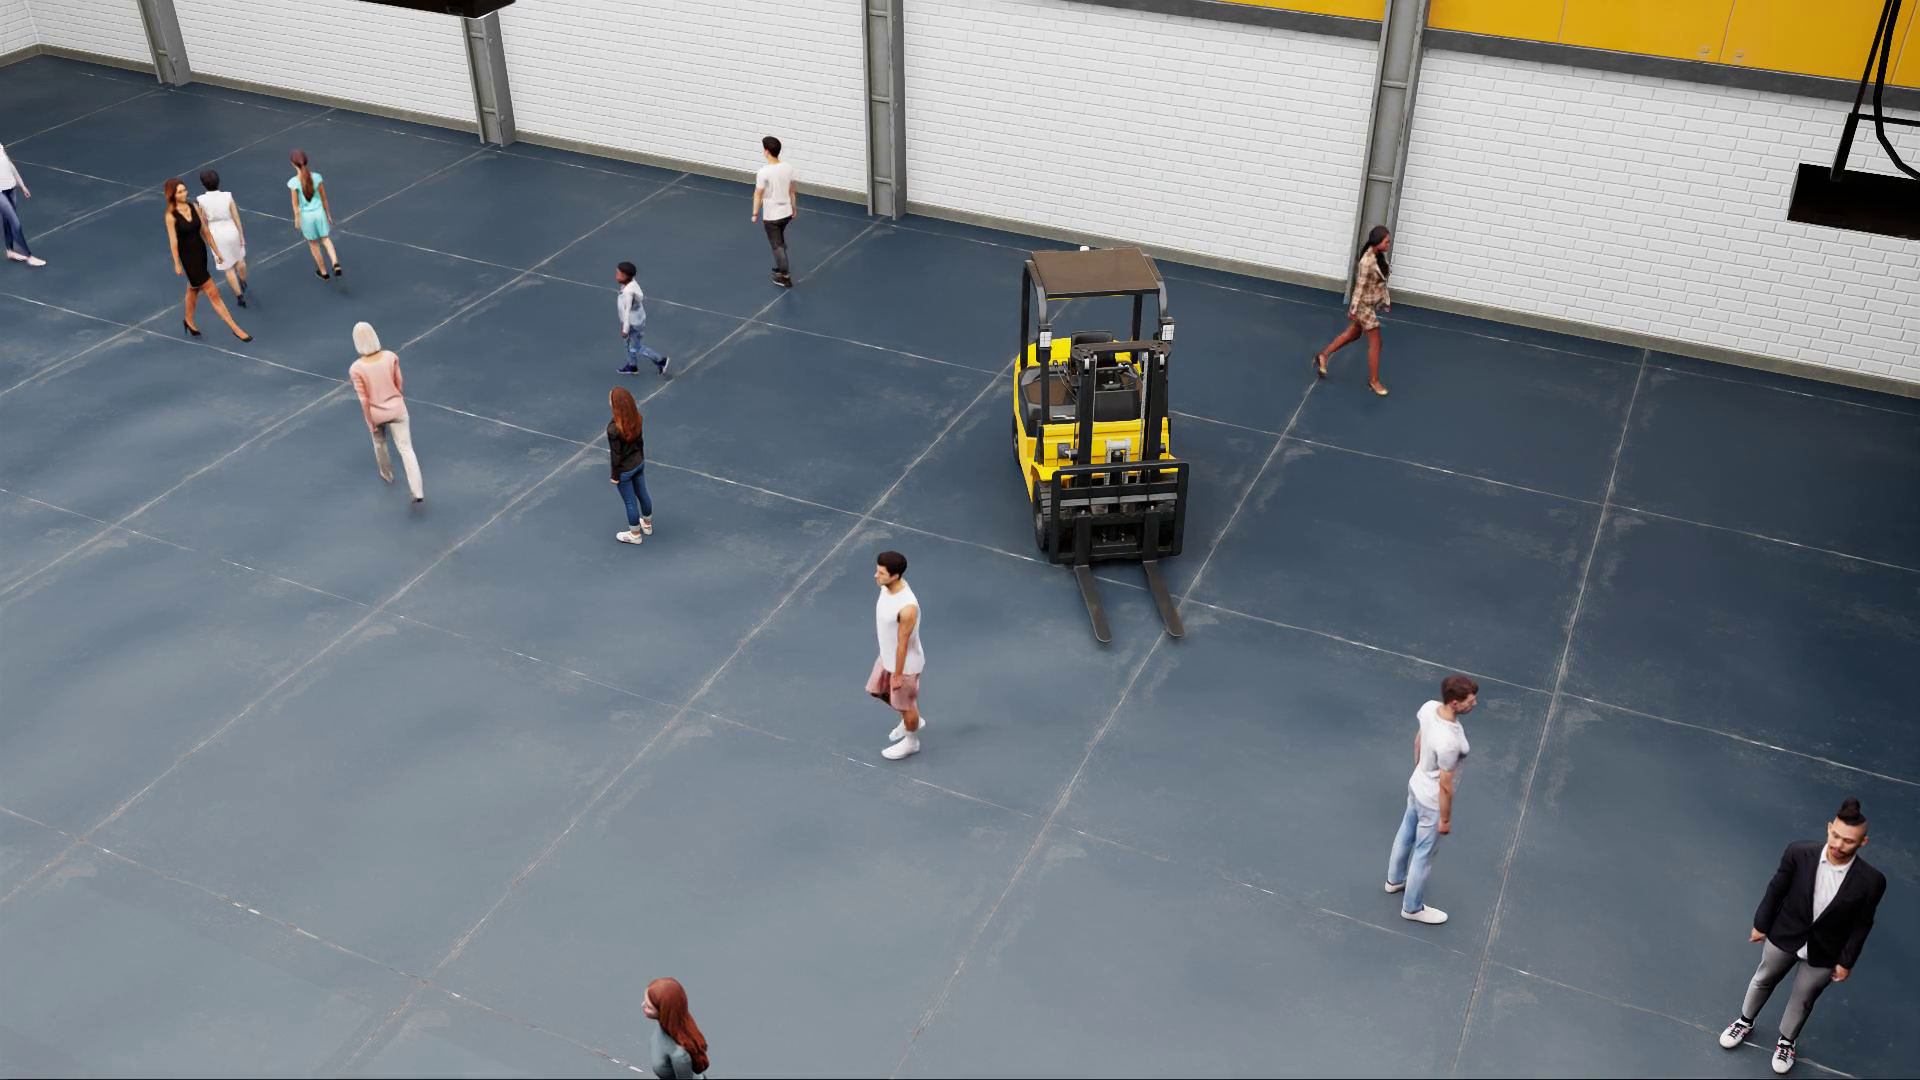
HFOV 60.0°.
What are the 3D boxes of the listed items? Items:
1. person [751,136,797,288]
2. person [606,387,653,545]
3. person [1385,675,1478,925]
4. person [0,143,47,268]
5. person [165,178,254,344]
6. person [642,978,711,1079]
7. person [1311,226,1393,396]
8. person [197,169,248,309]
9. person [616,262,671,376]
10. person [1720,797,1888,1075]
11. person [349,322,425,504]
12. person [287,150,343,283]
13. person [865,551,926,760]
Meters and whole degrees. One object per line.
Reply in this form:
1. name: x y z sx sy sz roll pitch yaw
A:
1. person: -1.993 -3.637 18.551 0.775 1.703 0.729 25 41 32
2. person: -2.841 -0.651 14.259 0.505 1.483 0.573 17 37 23
3. person: 2.973 1.611 10.519 0.727 1.855 0.730 -3 34 -4
4. person: -11.054 -3.988 19.074 0.924 1.710 0.635 10 35 14
5. person: -8.038 -2.884 17.350 1.145 1.779 0.624 13 36 18
6. person: -1.437 2.905 8.675 0.705 1.742 0.662 -7 34 -11
7. person: 3.937 -2.302 16.498 1.084 1.754 0.640 17 37 24
8. person: -8.001 -3.258 18.139 0.807 1.528 0.932 -20 38 -27
9. person: -3.250 -2.215 16.828 0.851 1.243 0.692 -1 34 -2
10. person: 4.844 2.242 9.484 0.614 1.950 0.827 24 40 32
11. person: -5.055 -1.098 14.746 0.991 1.688 1.204 -20 38 -27
12. person: -7.230 -3.603 18.640 0.699 1.549 0.815 -27 42 -34
13. person: -0.345 0.808 11.799 0.856 1.777 0.794 -14 36 -19
